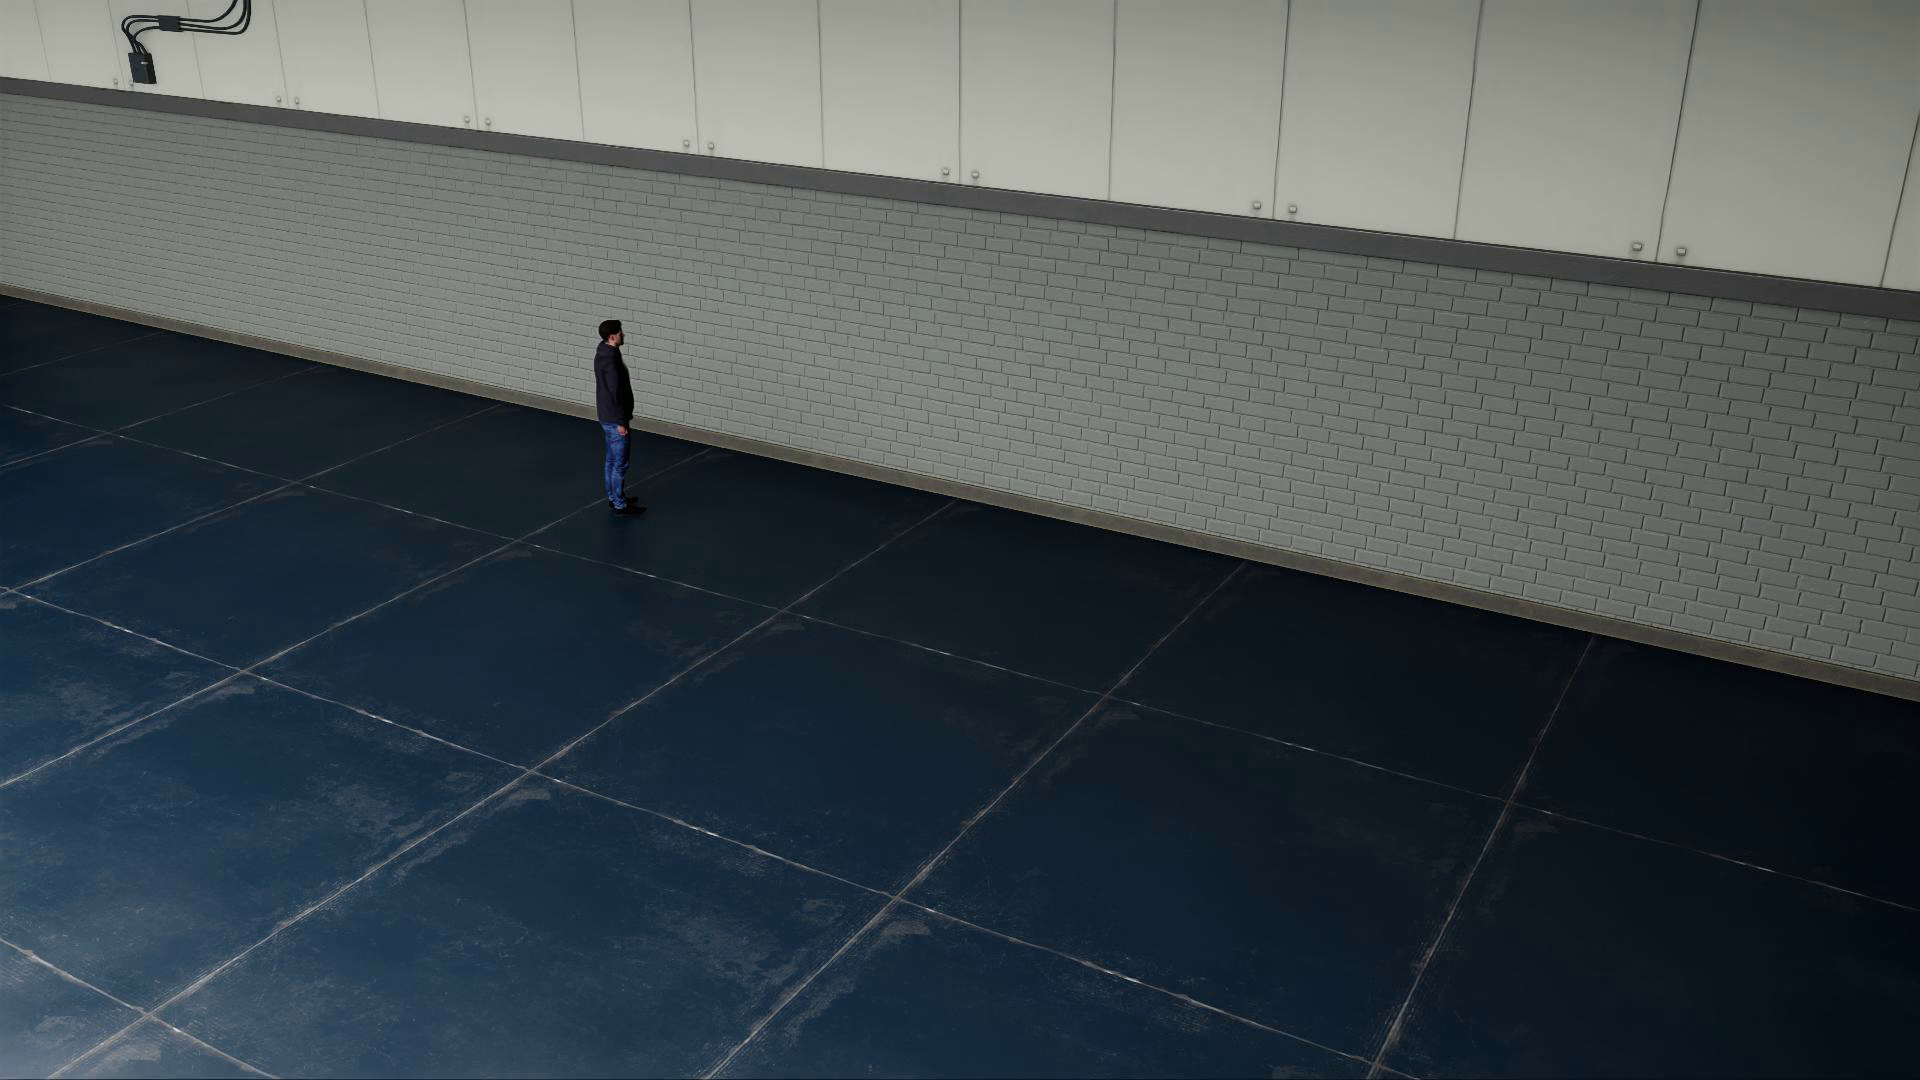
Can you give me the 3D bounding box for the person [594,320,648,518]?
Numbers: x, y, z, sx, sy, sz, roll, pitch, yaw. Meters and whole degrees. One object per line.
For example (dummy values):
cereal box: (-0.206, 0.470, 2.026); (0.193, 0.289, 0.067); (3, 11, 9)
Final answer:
person: (-3.256, -1.155, 15.654); (0.780, 1.894, 0.761); (-10, 25, -22)
